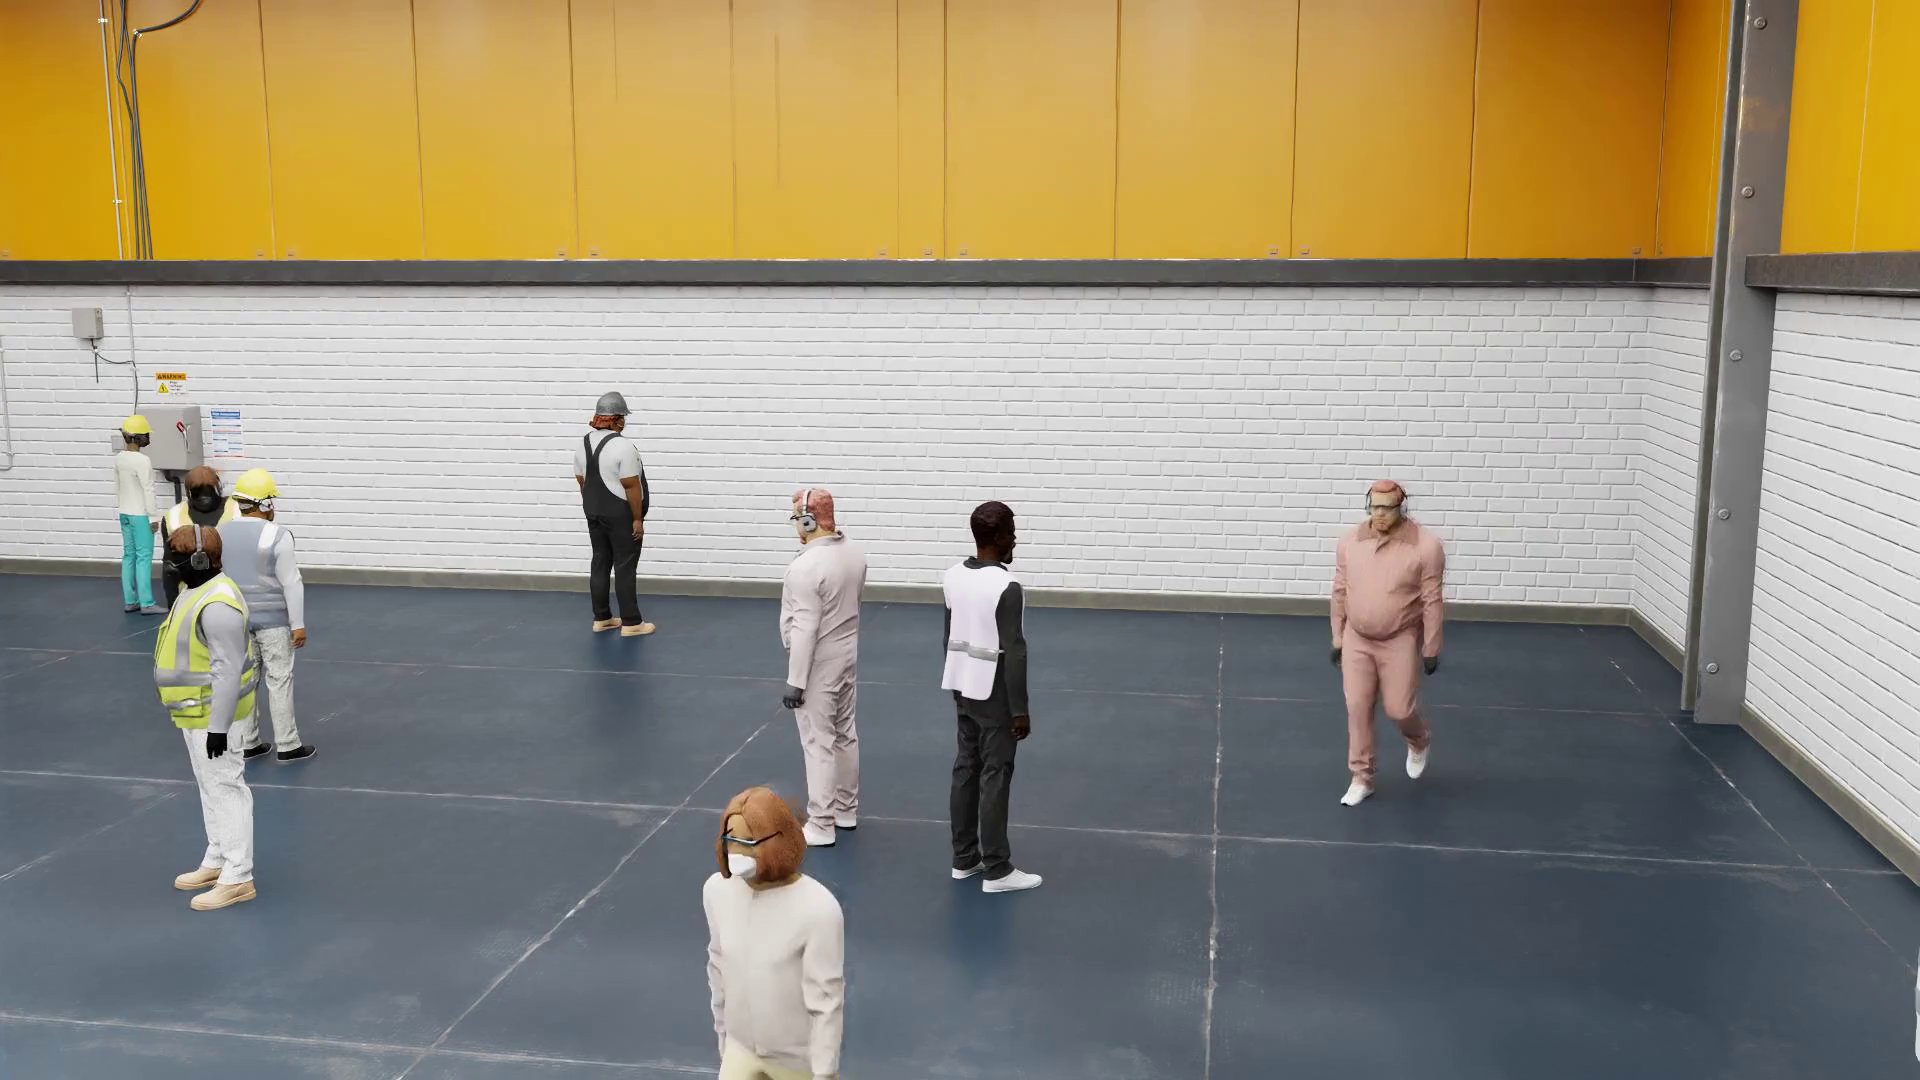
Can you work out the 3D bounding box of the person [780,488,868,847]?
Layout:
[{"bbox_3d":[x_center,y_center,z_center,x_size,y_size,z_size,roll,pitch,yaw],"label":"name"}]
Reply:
[{"bbox_3d":[-0.750,0.669,8.806,0.409,1.903,0.638,4,10,23],"label":"person"}]

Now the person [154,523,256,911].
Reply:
[{"bbox_3d":[-3.609,0.833,7.972,0.429,1.844,0.623,-6,11,-34],"label":"person"}]

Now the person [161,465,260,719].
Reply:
[{"bbox_3d":[-4.858,0.392,10.888,0.677,1.775,1.016,-3,10,-15],"label":"person"}]

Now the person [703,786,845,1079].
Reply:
[{"bbox_3d":[-0.521,1.475,4.784,0.516,1.589,0.858,5,10,27],"label":"person"}]

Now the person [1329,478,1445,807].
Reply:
[{"bbox_3d":[2.453,0.562,9.536,0.644,1.882,0.660,6,11,35],"label":"person"}]

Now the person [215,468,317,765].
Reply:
[{"bbox_3d":[-4.275,0.474,10.213,0.600,1.832,0.404,2,10,14],"label":"person"}]

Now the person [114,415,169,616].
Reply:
[{"bbox_3d":[-7.240,-0.220,14.696,0.528,1.767,0.330,7,11,36],"label":"person"}]

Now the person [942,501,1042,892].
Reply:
[{"bbox_3d":[0.127,0.763,8.164,0.391,1.920,0.587,-6,11,-34],"label":"person"}]

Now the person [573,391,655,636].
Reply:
[{"bbox_3d":[-2.854,-0.227,13.894,0.684,2.000,0.538,7,11,36],"label":"person"}]
